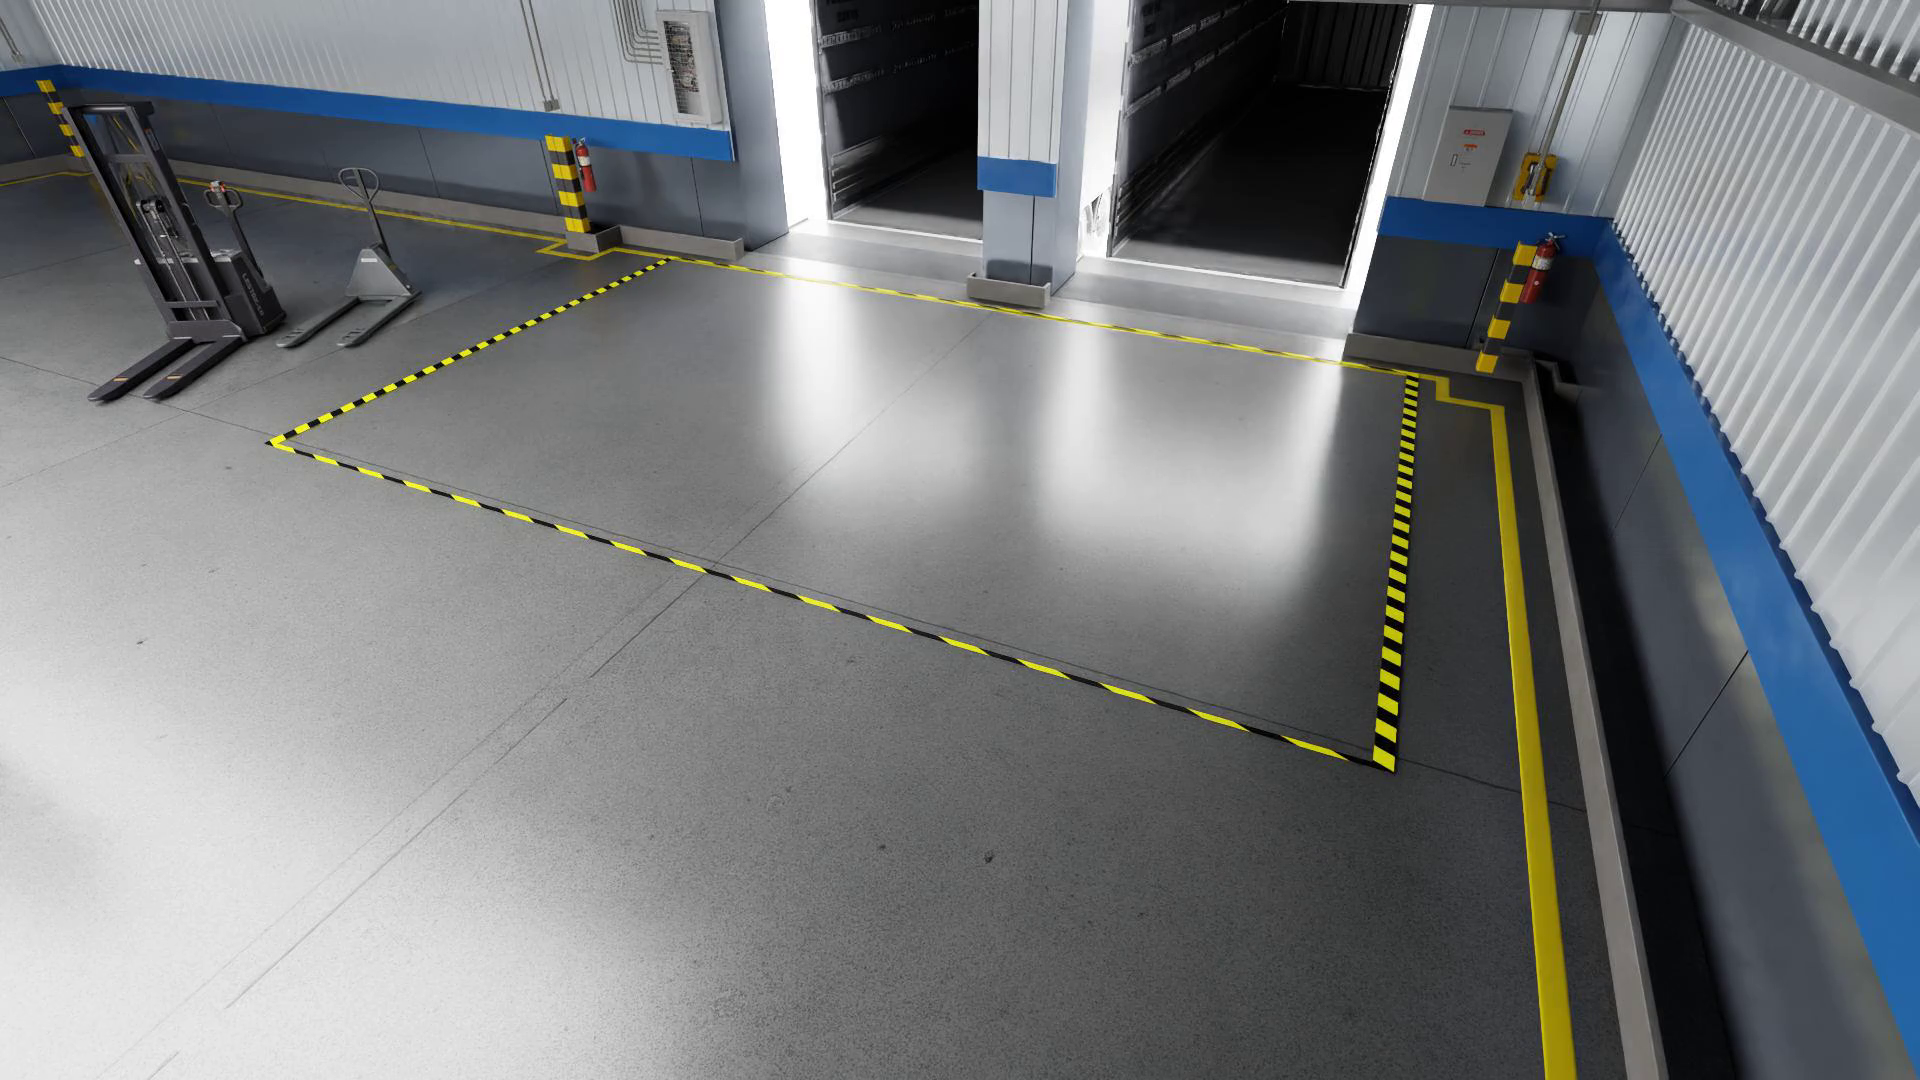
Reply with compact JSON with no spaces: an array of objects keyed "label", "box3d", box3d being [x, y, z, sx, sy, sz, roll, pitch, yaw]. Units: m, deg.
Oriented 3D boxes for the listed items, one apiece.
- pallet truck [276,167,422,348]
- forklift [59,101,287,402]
[{"label":"pallet truck","box3d":[-5.732,-2.611,8.414,0.680,1.201,1.601,-1,35,-1]},{"label":"forklift","box3d":[-6.686,-2.387,7.434,0.823,1.965,1.885,-3,35,-5]}]
